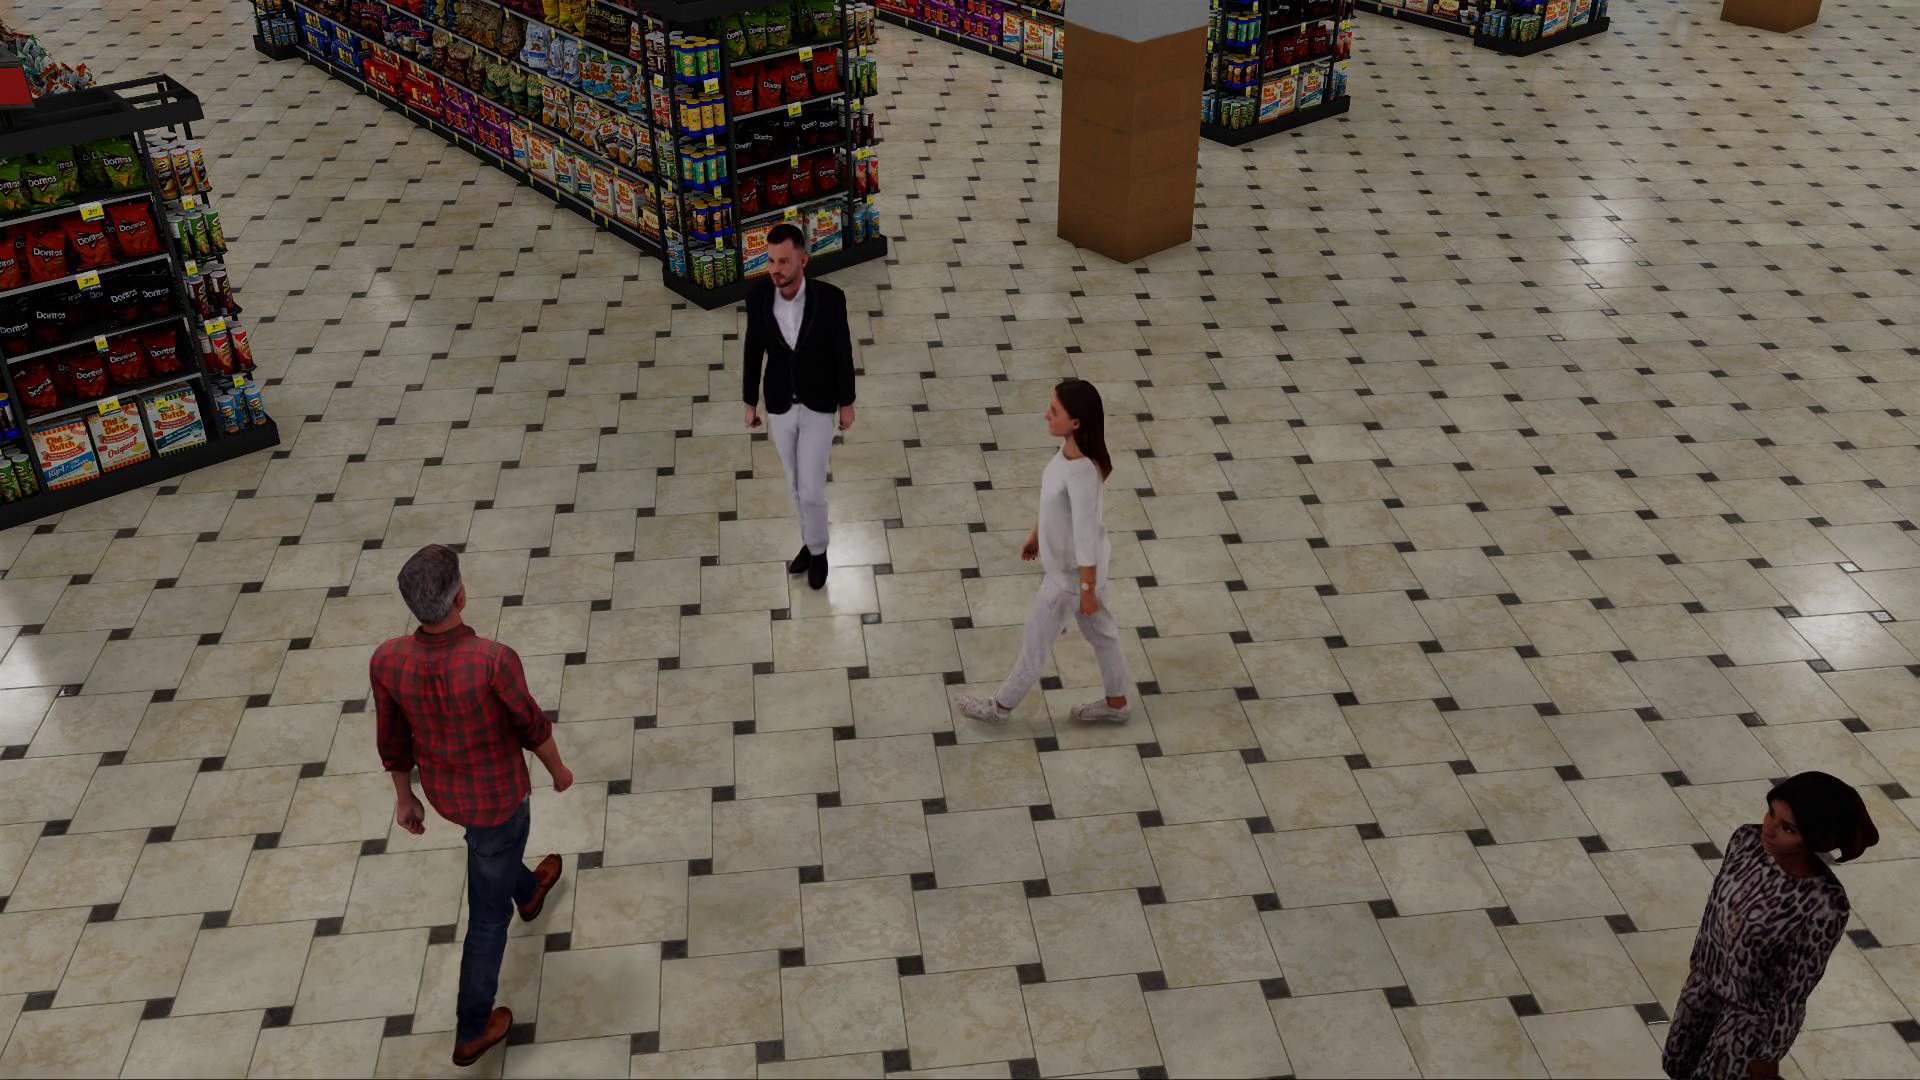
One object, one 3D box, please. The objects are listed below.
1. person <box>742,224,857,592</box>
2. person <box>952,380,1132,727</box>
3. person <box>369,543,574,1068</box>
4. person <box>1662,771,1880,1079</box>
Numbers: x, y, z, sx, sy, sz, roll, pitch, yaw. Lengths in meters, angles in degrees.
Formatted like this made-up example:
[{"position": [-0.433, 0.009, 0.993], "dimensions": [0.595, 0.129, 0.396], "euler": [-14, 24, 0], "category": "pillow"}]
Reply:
[{"position": [-0.725, -0.672, 7.971], "dimensions": [0.780, 1.825, 0.872], "euler": [9, 33, 14], "category": "person"}, {"position": [0.553, 0.105, 6.884], "dimensions": [1.071, 1.653, 1.008], "euler": [3, 32, 5], "category": "person"}, {"position": [-1.624, 0.902, 5.482], "dimensions": [1.269, 1.781, 1.191], "euler": [9, 33, 14], "category": "person"}, {"position": [2.342, 1.347, 4.842], "dimensions": [0.883, 1.703, 0.934], "euler": [-7, 33, -11], "category": "person"}]
